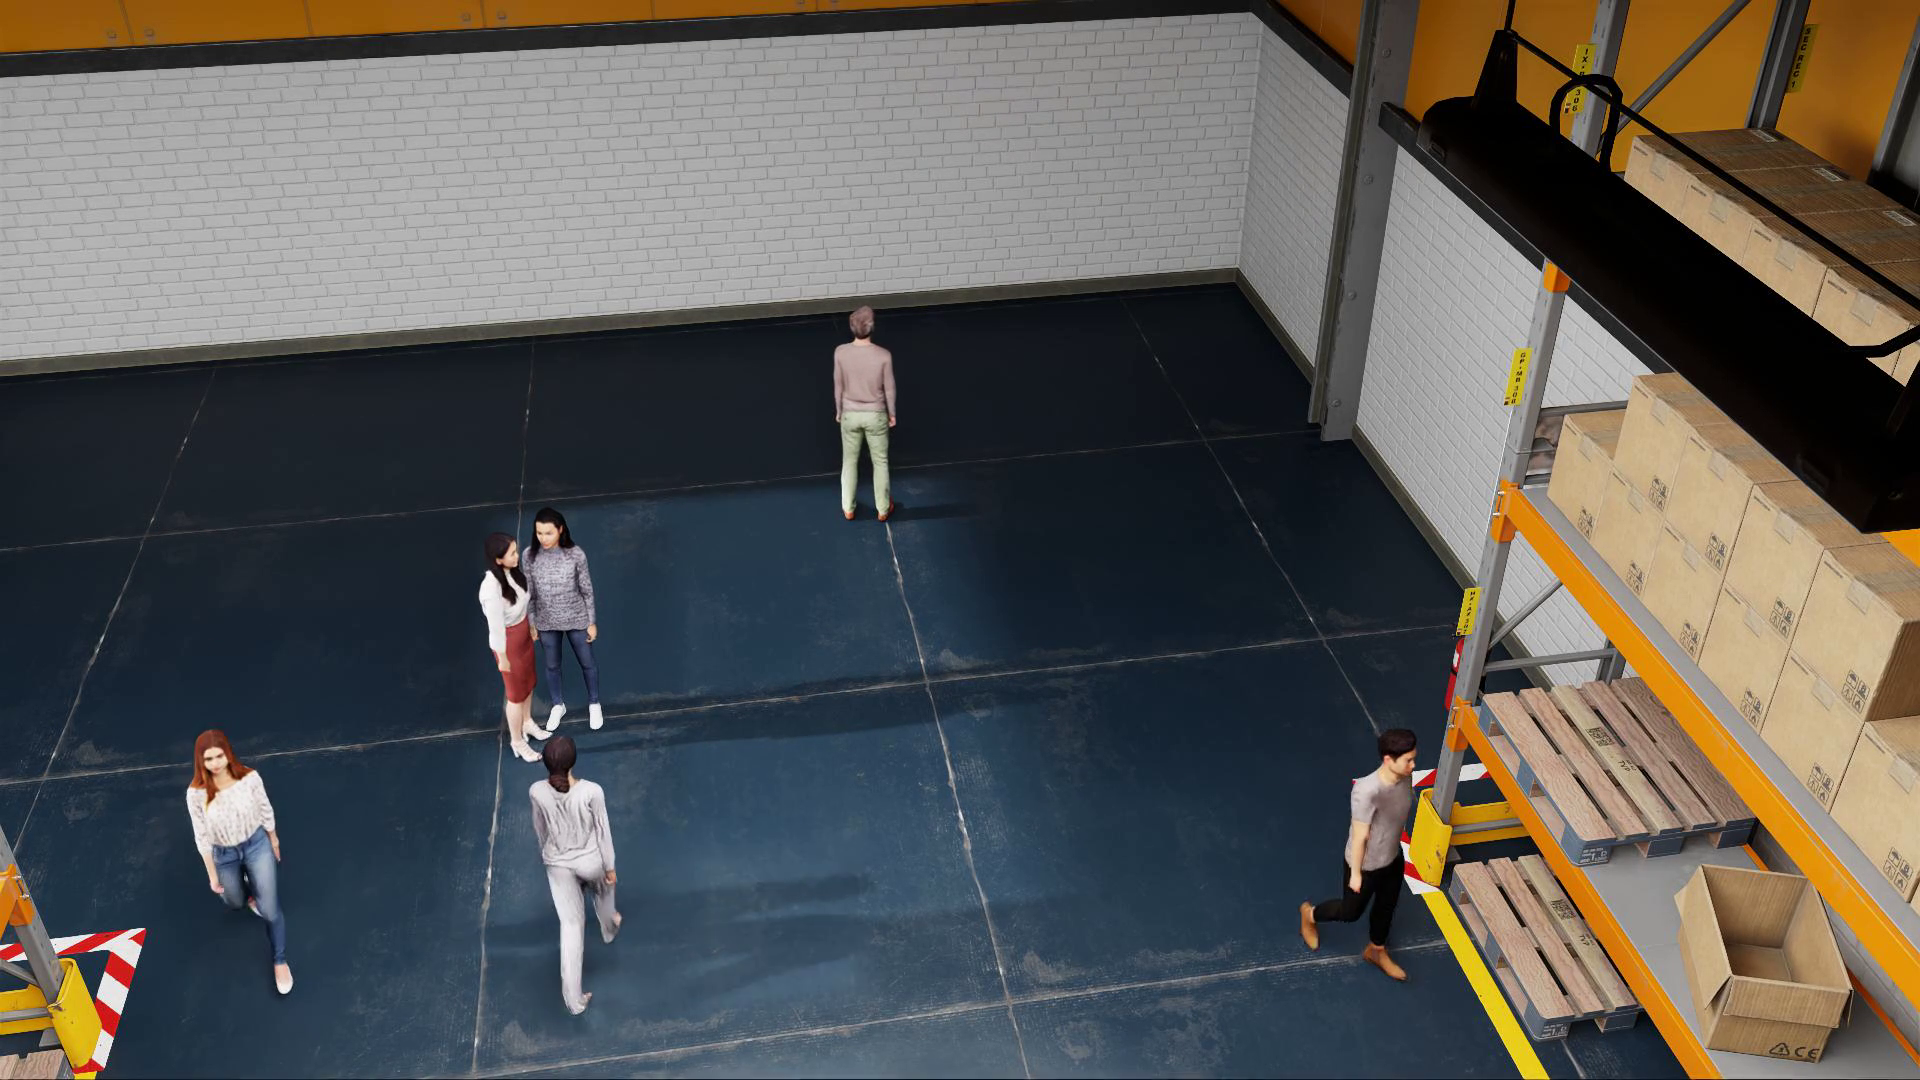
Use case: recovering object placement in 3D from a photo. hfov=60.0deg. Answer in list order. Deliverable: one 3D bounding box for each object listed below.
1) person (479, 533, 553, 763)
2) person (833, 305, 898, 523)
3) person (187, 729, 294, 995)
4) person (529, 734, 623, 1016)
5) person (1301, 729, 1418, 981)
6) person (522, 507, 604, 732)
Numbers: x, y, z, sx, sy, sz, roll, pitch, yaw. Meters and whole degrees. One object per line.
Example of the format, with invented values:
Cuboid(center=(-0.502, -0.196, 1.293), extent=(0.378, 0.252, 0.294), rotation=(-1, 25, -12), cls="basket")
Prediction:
Cuboid(center=(-2.935, 0.696, 10.929), extent=(0.708, 1.749, 0.548), rotation=(4, 34, 6), cls="person")
Cuboid(center=(-0.767, -0.991, 13.355), extent=(0.716, 1.871, 0.671), rotation=(2, 34, 3), cls="person")
Cuboid(center=(-4.085, 1.732, 9.405), extent=(0.750, 1.709, 1.090), rotation=(-15, 36, -21), cls="person")
Cuboid(center=(-2.137, 1.856, 9.199), extent=(0.748, 1.732, 1.136), rotation=(1, 34, 1), cls="person")
Cuboid(center=(2.293, 1.739, 9.385), extent=(0.845, 1.719, 0.998), rotation=(-23, 40, -30), cls="person")
Cuboid(center=(-2.673, 0.523, 11.203), extent=(0.636, 1.732, 0.560), rotation=(-1, 34, -2), cls="person")
